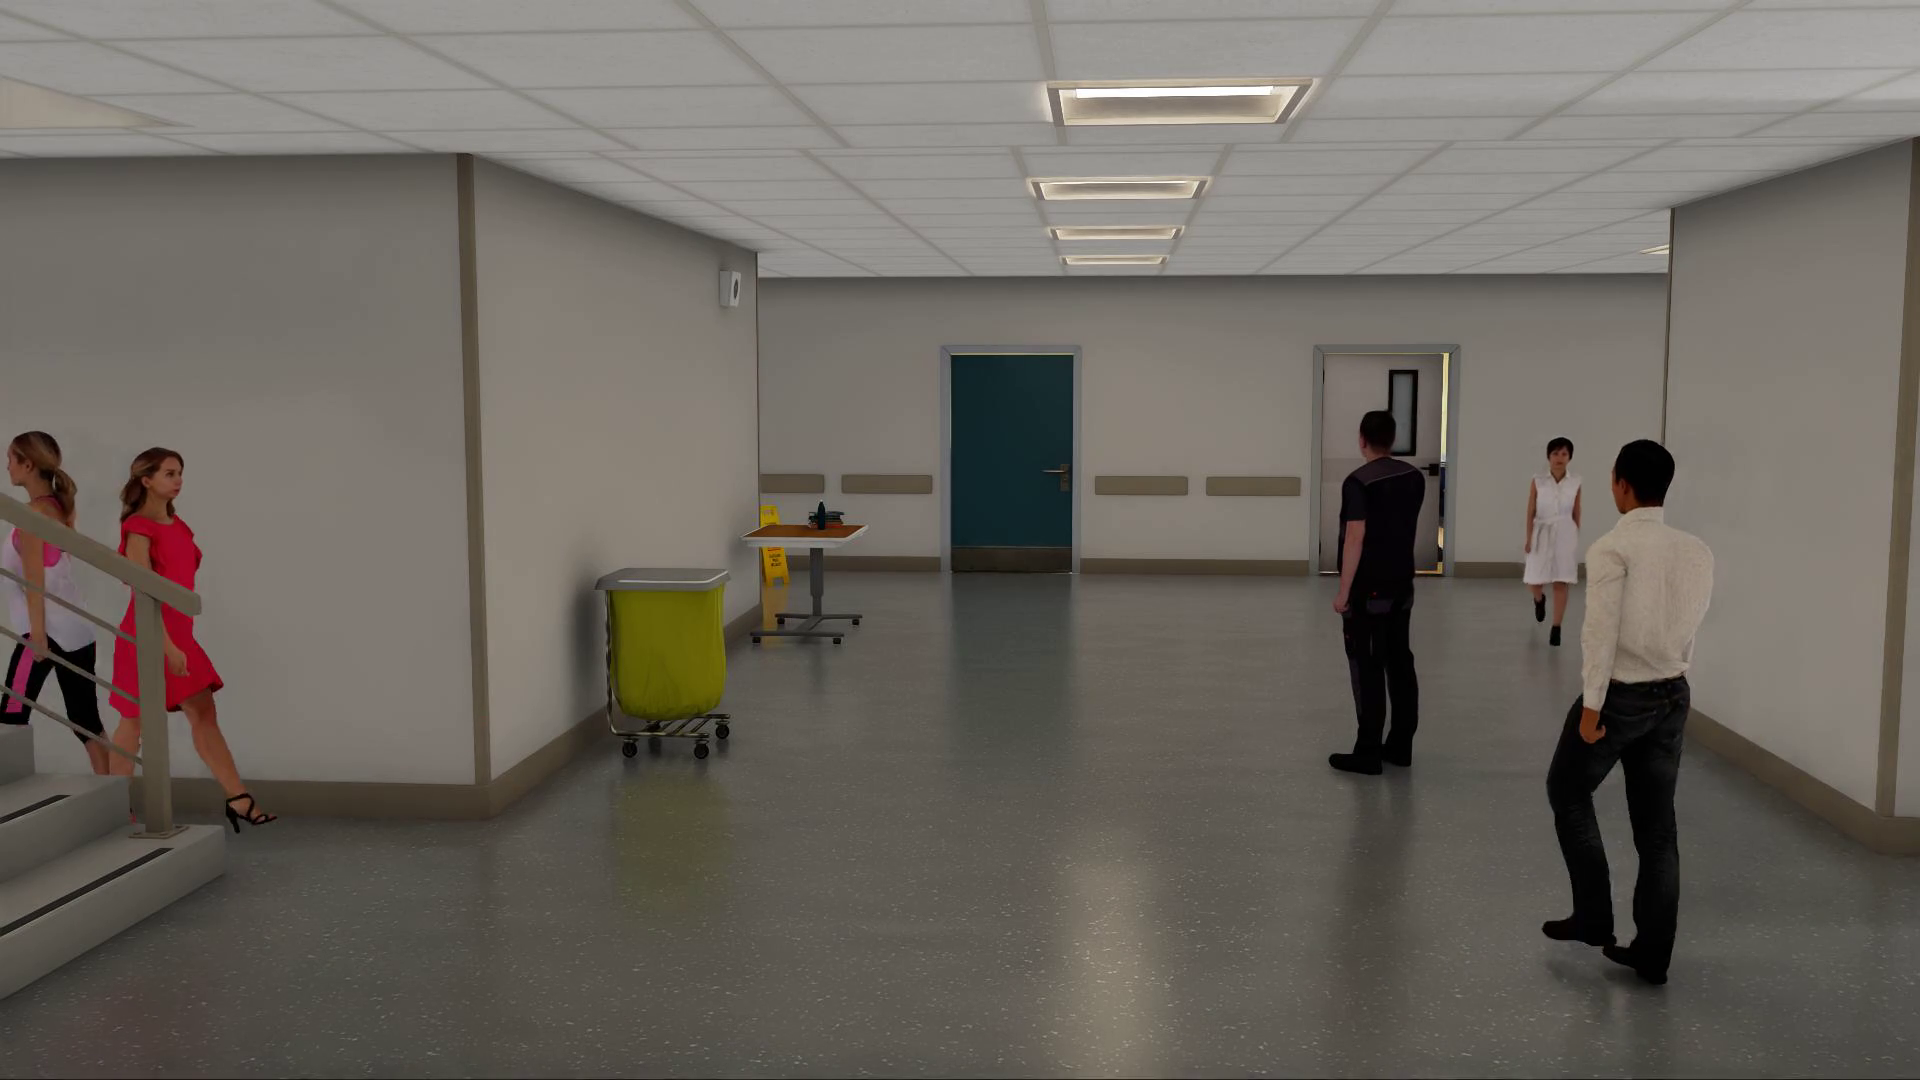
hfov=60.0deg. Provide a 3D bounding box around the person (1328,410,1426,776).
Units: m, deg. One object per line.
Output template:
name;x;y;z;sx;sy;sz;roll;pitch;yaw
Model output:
person;2.146;0.254;8.521;0.780;1.844;0.855;-4;7;-38

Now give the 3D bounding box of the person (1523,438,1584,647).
person;4.440;0.009;12.485;0.854;1.538;0.723;2;6;16

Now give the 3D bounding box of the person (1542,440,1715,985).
person;2.302;0.581;5.513;0.820;1.795;0.896;-2;6;-21

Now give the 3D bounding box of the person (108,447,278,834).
person;-3.517;0.470;7.104;0.982;1.697;0.623;1;6;9

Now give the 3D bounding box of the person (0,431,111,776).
person;-3.772;0.441;7.103;1.047;1.755;0.720;0;6;-2
